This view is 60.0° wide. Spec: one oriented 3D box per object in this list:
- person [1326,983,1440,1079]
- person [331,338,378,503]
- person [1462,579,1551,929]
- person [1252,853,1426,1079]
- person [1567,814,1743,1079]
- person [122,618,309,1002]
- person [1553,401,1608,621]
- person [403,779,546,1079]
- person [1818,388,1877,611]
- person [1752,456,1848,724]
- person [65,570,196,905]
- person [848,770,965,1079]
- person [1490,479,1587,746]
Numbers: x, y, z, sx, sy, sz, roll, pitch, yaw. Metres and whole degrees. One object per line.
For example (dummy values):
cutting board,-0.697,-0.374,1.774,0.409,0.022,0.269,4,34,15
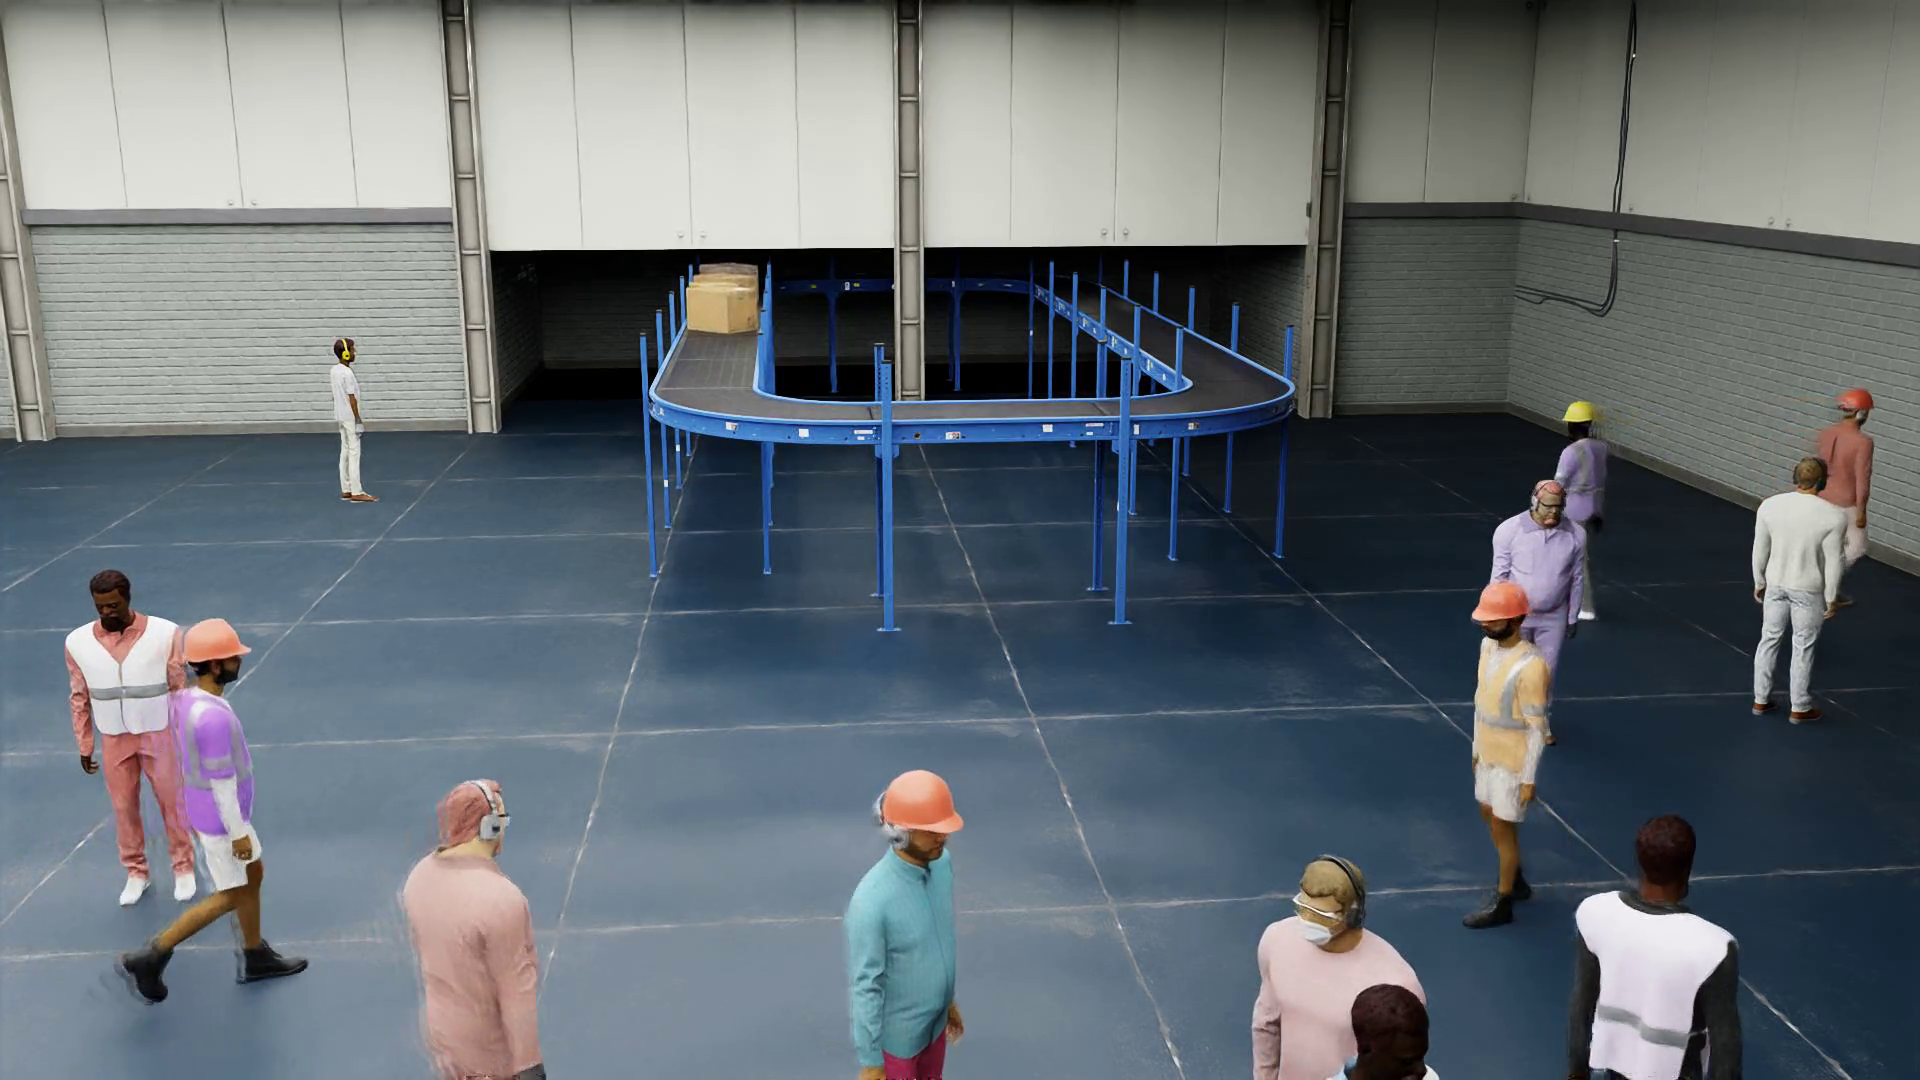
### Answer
person,1.143,2.144,4.849,0.596,1.910,0.385,-10,17,-34
person,-6.942,-1.361,18.948,0.328,1.872,0.514,-13,19,-43
person,2.900,1.132,8.874,0.445,1.940,0.562,-3,14,-13
person,1.240,1.947,5.605,0.369,1.932,0.624,-13,19,-42
person,2.436,1.886,5.915,0.874,1.892,0.605,-8,16,-30
person,-3.686,1.329,8.078,0.751,1.921,0.540,-7,16,-26
person,5.274,-0.271,14.546,0.591,1.894,0.882,-13,19,-42
person,-1.807,1.833,6.156,0.712,1.878,0.552,13,19,42
person,7.810,-0.353,14.670,0.497,1.981,0.660,-2,14,-8
person,6.001,0.352,11.953,0.378,1.940,0.629,-11,18,-37
person,-4.545,1.069,9.160,0.599,1.908,0.400,-4,15,-15
person,-0.174,1.787,6.121,0.404,1.988,0.649,7,16,27
person,3.962,0.505,11.448,0.638,1.895,0.395,1,14,3
